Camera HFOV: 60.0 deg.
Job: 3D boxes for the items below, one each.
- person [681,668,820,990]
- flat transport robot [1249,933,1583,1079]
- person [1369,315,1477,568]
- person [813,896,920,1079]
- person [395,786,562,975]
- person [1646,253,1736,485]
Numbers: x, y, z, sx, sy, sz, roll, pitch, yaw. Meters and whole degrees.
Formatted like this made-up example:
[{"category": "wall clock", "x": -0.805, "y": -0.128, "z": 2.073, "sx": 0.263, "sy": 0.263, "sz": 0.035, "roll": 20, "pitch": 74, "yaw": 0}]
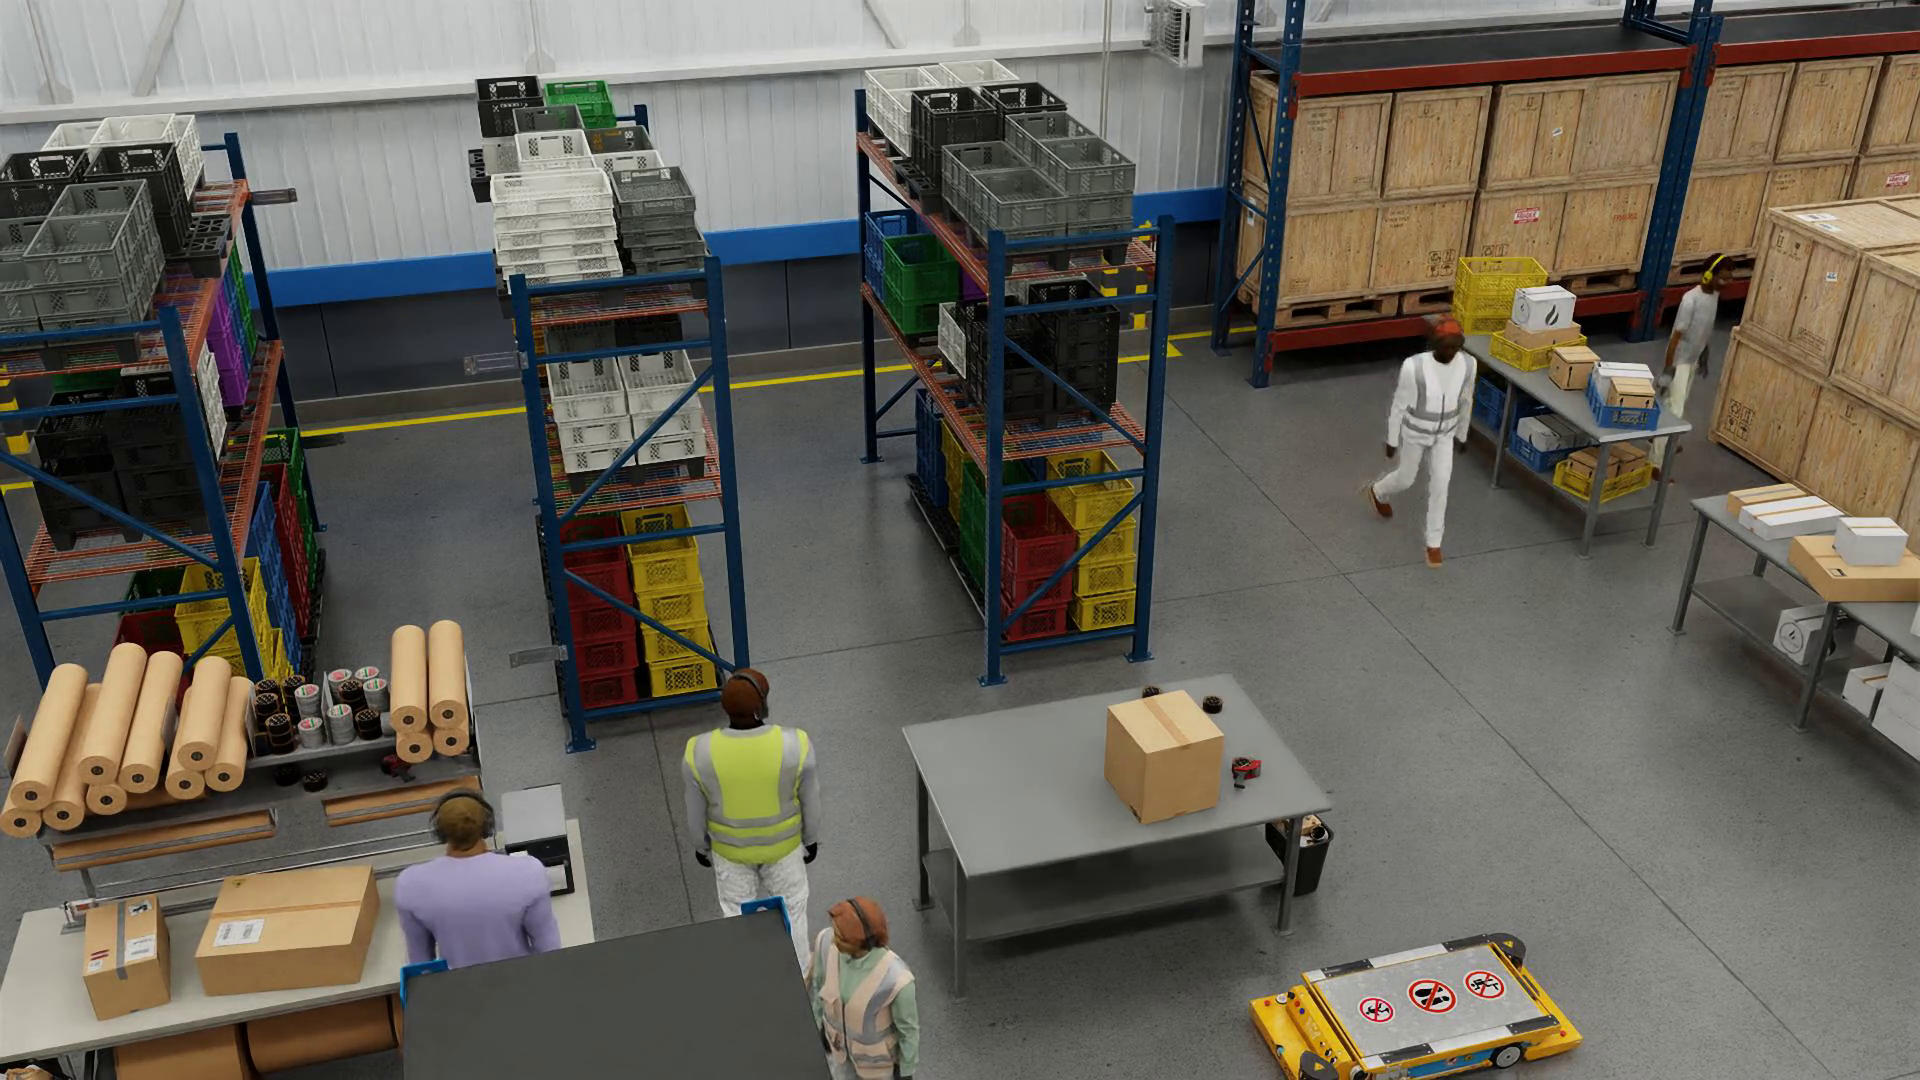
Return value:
[{"category": "person", "x": -0.974, "y": 1.421, "z": 7.932, "sx": 0.623, "sy": 1.841, "sz": 0.430, "roll": -3, "pitch": 29, "yaw": -5}, {"category": "flat transport robot", "x": 2.184, "y": 2.282, "z": 7.980, "sx": 1.431, "sy": 0.197, "sz": 0.652, "roll": -8, "pitch": 30, "yaw": -14}, {"category": "person", "x": 3.345, "y": -0.803, "z": 11.977, "sx": 0.623, "sy": 1.852, "sz": 0.863, "roll": -4, "pitch": 29, "yaw": -7}, {"category": "person", "x": -0.387, "y": 2.115, "z": 6.876, "sx": 0.517, "sy": 1.636, "sz": 0.314, "roll": 20, "pitch": 35, "yaw": 32}, {"category": "person", "x": -1.979, "y": 1.867, "z": 7.031, "sx": 0.626, "sy": 1.931, "sz": 0.382, "roll": -2, "pitch": 29, "yaw": -4}, {"category": "person", "x": 5.698, "y": -1.395, "z": 13.093, "sx": 0.739, "sy": 1.821, "sz": 0.544, "roll": -25, "pitch": 38, "yaw": -38}]
